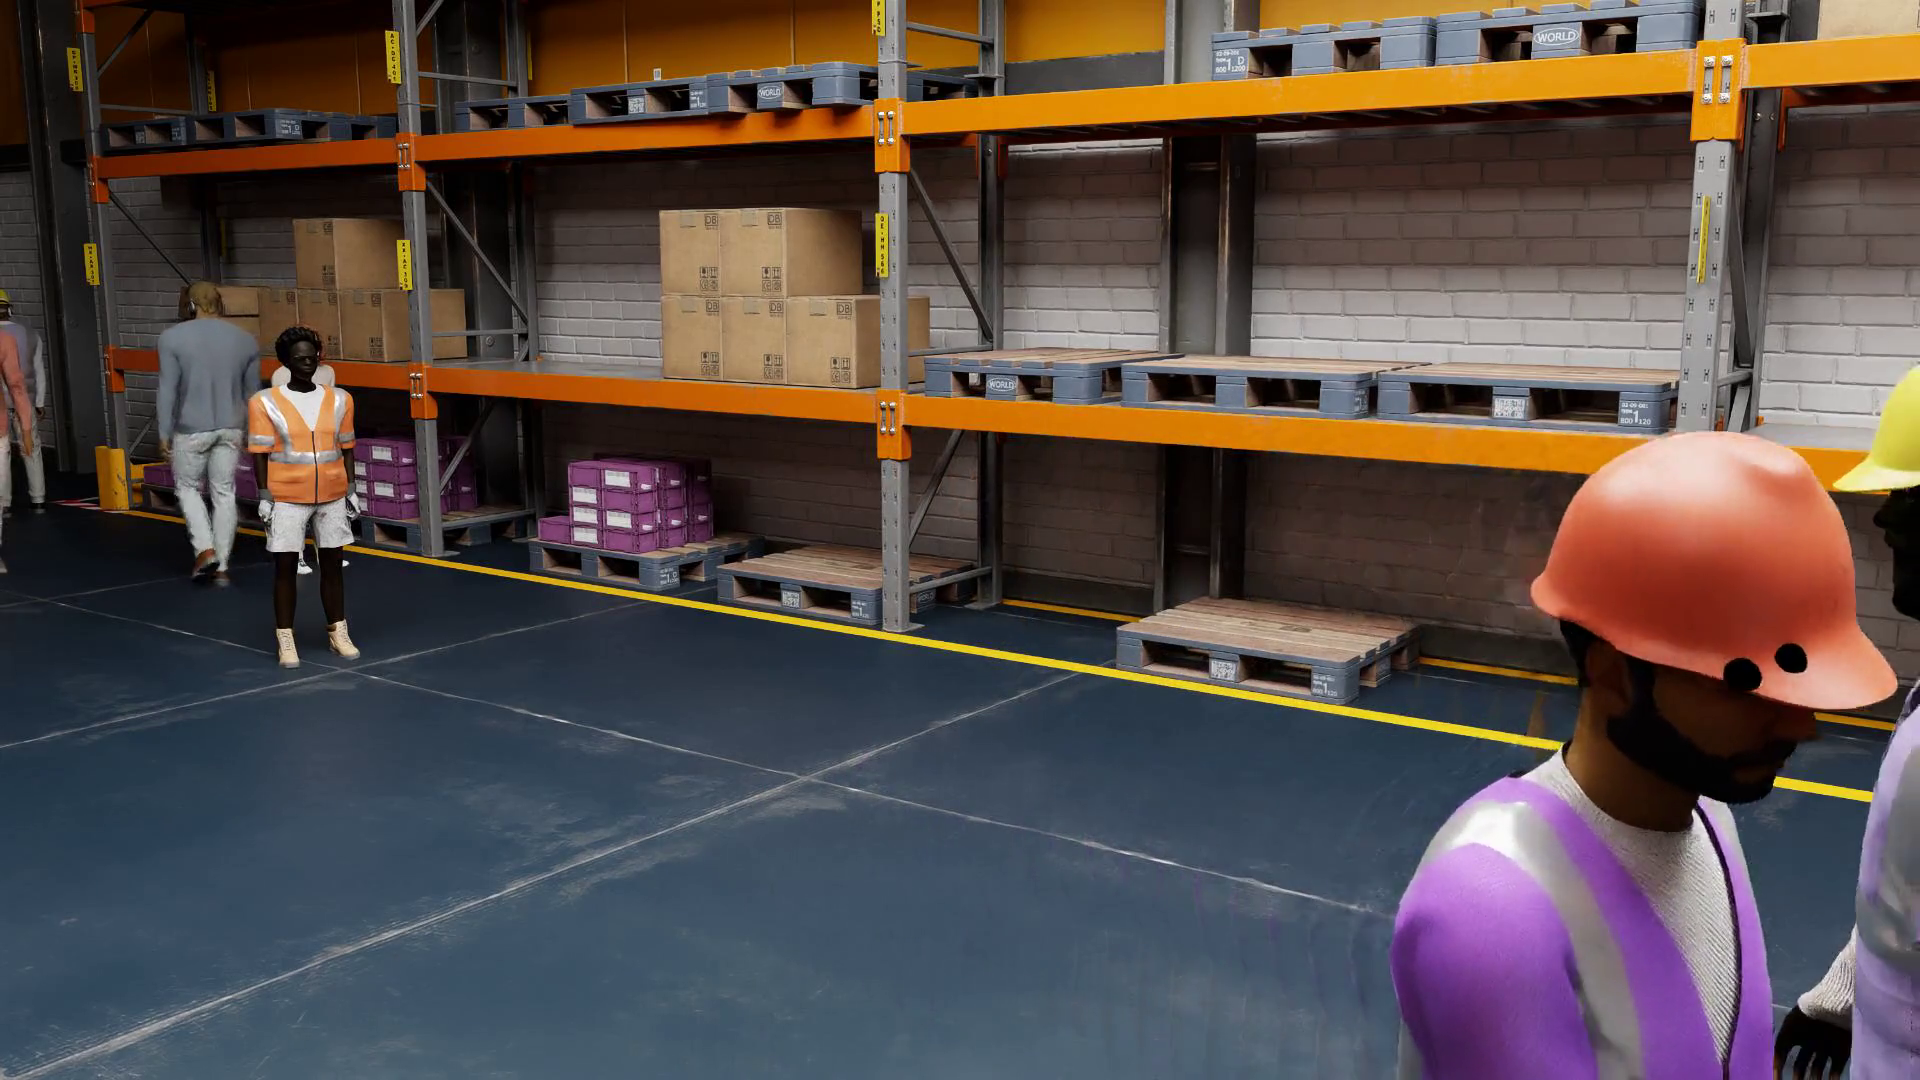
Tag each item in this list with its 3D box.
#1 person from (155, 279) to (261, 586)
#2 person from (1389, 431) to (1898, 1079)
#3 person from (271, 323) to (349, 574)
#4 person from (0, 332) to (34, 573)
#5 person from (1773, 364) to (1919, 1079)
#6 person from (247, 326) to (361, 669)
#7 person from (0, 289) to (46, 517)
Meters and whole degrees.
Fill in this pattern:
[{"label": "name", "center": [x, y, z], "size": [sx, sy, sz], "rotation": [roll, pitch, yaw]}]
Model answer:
[{"label": "person", "center": [-4.672, -0.661, 10.378], "size": [0.668, 1.903, 0.445], "rotation": [-9, 13, -43]}, {"label": "person", "center": [0.588, 0.822, 1.640], "size": [0.537, 1.891, 0.970], "rotation": [-8, 12, -40]}, {"label": "person", "center": [-4.236, -0.595, 10.829], "size": [0.284, 1.626, 0.500], "rotation": [5, 11, 26]}, {"label": "person", "center": [-6.192, -0.695, 10.475], "size": [0.640, 1.947, 0.940], "rotation": [-9, 13, -42]}, {"label": "person", "center": [1.296, 0.703, 2.206], "size": [0.413, 1.922, 0.608], "rotation": [6, 11, 32]}, {"label": "person", "center": [-3.270, -0.216, 8.339], "size": [0.535, 1.700, 0.318], "rotation": [-8, 12, -39]}, {"label": "person", "center": [-7.557, -1.090, 13.177], "size": [0.403, 1.823, 0.586], "rotation": [8, 12, 39]}]
